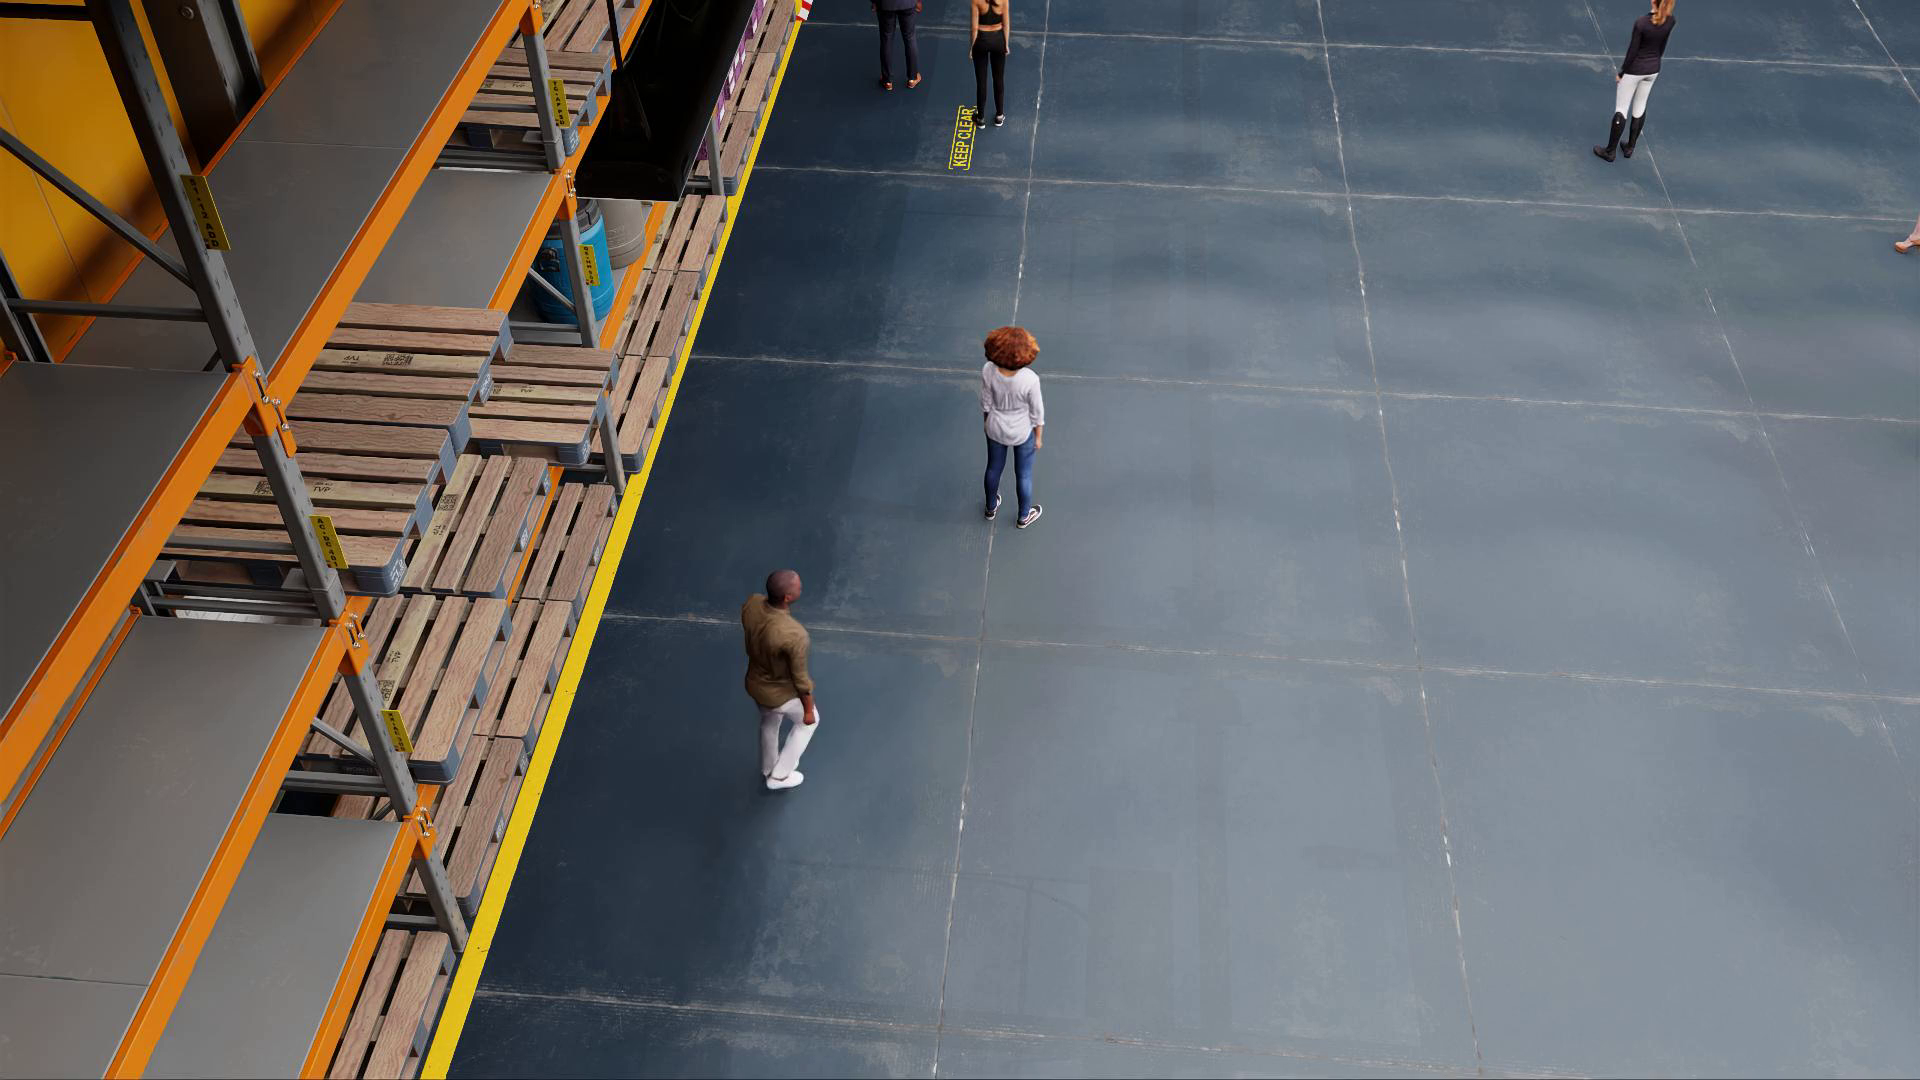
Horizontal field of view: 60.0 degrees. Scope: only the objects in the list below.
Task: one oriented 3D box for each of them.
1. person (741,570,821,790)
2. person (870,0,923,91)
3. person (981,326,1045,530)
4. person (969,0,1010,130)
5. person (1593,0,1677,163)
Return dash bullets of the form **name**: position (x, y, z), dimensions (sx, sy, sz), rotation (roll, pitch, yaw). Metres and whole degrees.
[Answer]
- **person**: position (-1.143, 0.922, 9.965), dimensions (0.876, 1.812, 0.901), rotation (30, 51, 27)
- **person**: position (-0.630, -5.365, 16.555), dimensions (0.735, 1.824, 0.645), rotation (-3, 44, -3)
- **person**: position (0.358, -0.807, 11.851), dimensions (0.716, 1.713, 0.720), rotation (17, 46, 17)
- **person**: position (0.284, -4.767, 16.058), dimensions (0.597, 1.644, 0.564), rotation (-7, 44, -7)
- **person**: position (6.354, -4.371, 15.580), dimensions (0.645, 1.729, 0.651), rotation (-12, 45, -12)
